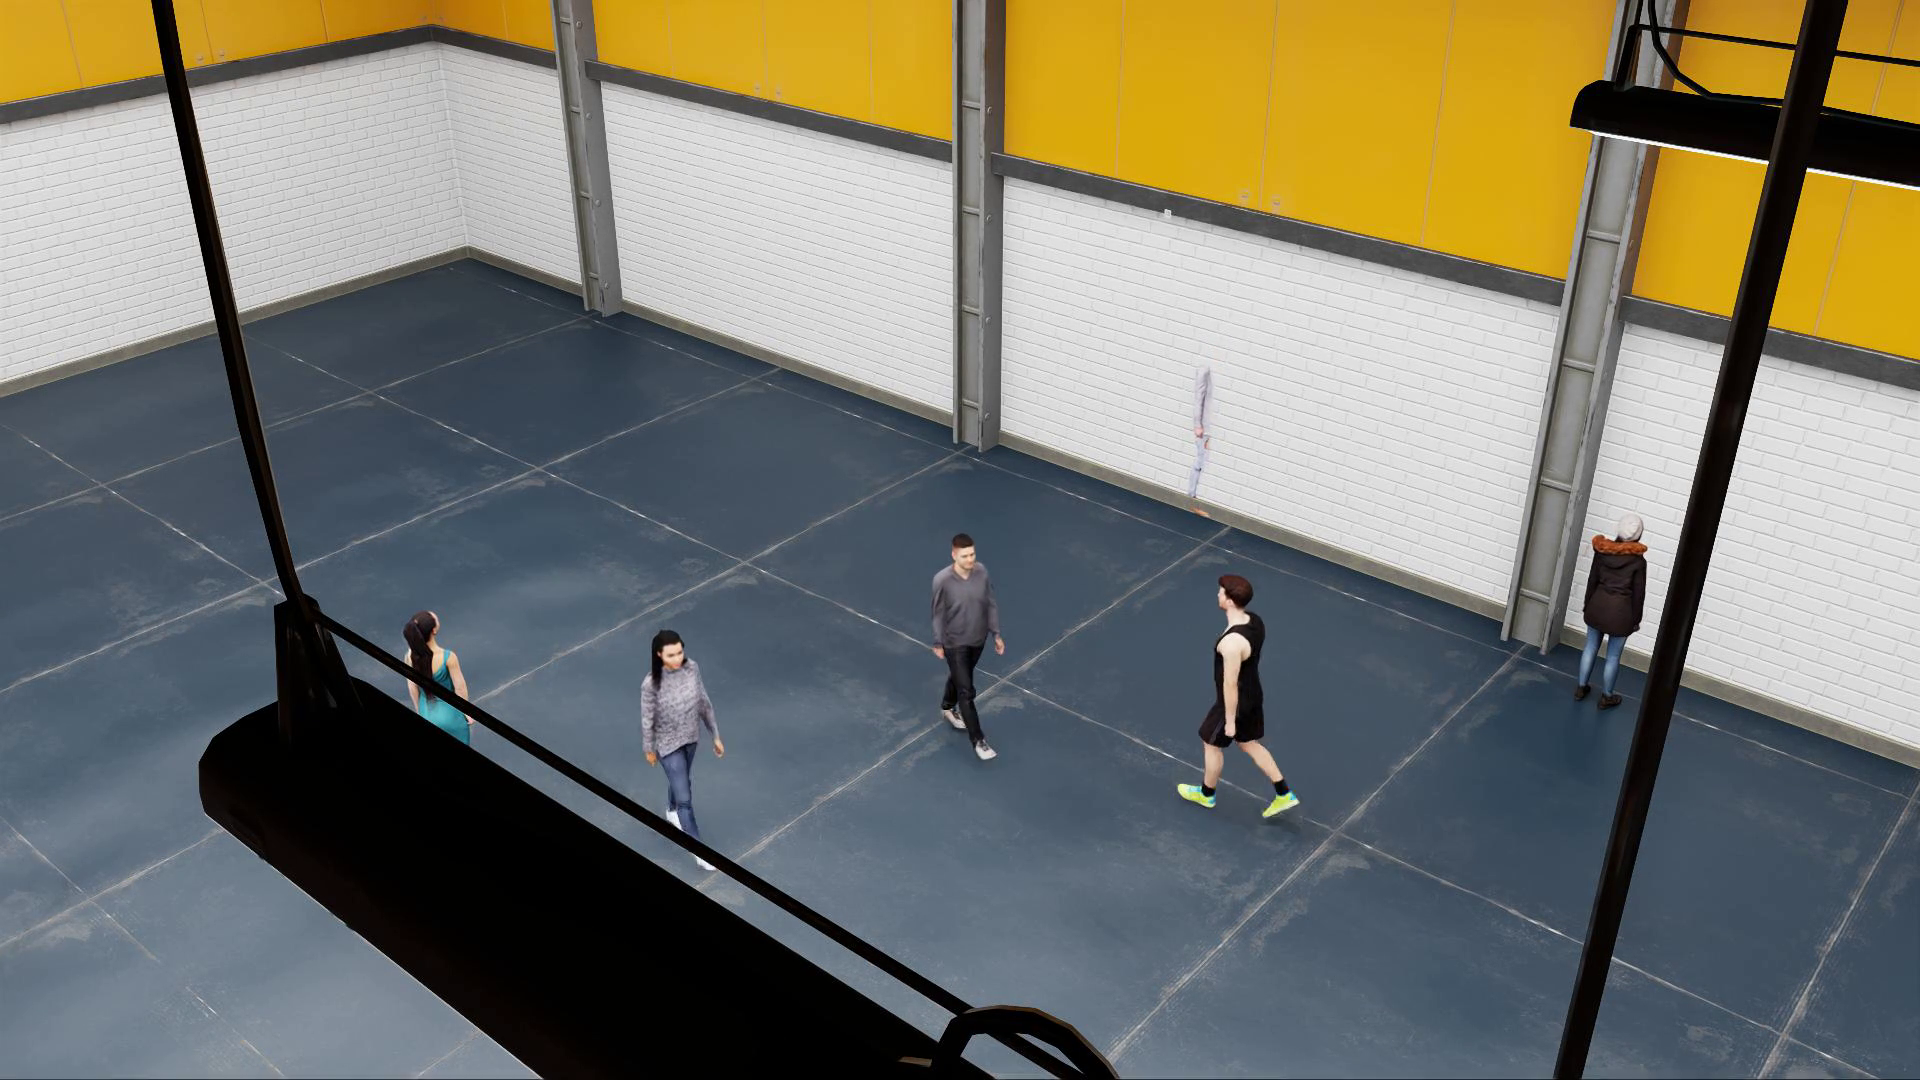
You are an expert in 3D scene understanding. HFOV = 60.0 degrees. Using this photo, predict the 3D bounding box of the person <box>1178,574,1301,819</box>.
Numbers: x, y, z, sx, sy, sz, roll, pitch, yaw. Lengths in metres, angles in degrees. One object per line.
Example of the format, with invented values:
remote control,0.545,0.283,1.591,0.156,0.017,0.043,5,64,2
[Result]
person,1.985,1.129,11.411,1.149,1.859,0.790,15,32,26

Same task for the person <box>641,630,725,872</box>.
person,-1.949,1.314,11.242,0.685,1.697,1.083,-25,37,-38

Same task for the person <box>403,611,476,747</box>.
person,-3.565,1.215,11.434,0.576,1.686,0.687,4,29,7

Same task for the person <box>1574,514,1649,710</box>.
person,4.987,0.541,12.721,0.559,1.636,0.704,26,38,38

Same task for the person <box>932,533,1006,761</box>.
person,-0.007,0.709,12.325,0.854,1.721,1.173,-17,33,-29
